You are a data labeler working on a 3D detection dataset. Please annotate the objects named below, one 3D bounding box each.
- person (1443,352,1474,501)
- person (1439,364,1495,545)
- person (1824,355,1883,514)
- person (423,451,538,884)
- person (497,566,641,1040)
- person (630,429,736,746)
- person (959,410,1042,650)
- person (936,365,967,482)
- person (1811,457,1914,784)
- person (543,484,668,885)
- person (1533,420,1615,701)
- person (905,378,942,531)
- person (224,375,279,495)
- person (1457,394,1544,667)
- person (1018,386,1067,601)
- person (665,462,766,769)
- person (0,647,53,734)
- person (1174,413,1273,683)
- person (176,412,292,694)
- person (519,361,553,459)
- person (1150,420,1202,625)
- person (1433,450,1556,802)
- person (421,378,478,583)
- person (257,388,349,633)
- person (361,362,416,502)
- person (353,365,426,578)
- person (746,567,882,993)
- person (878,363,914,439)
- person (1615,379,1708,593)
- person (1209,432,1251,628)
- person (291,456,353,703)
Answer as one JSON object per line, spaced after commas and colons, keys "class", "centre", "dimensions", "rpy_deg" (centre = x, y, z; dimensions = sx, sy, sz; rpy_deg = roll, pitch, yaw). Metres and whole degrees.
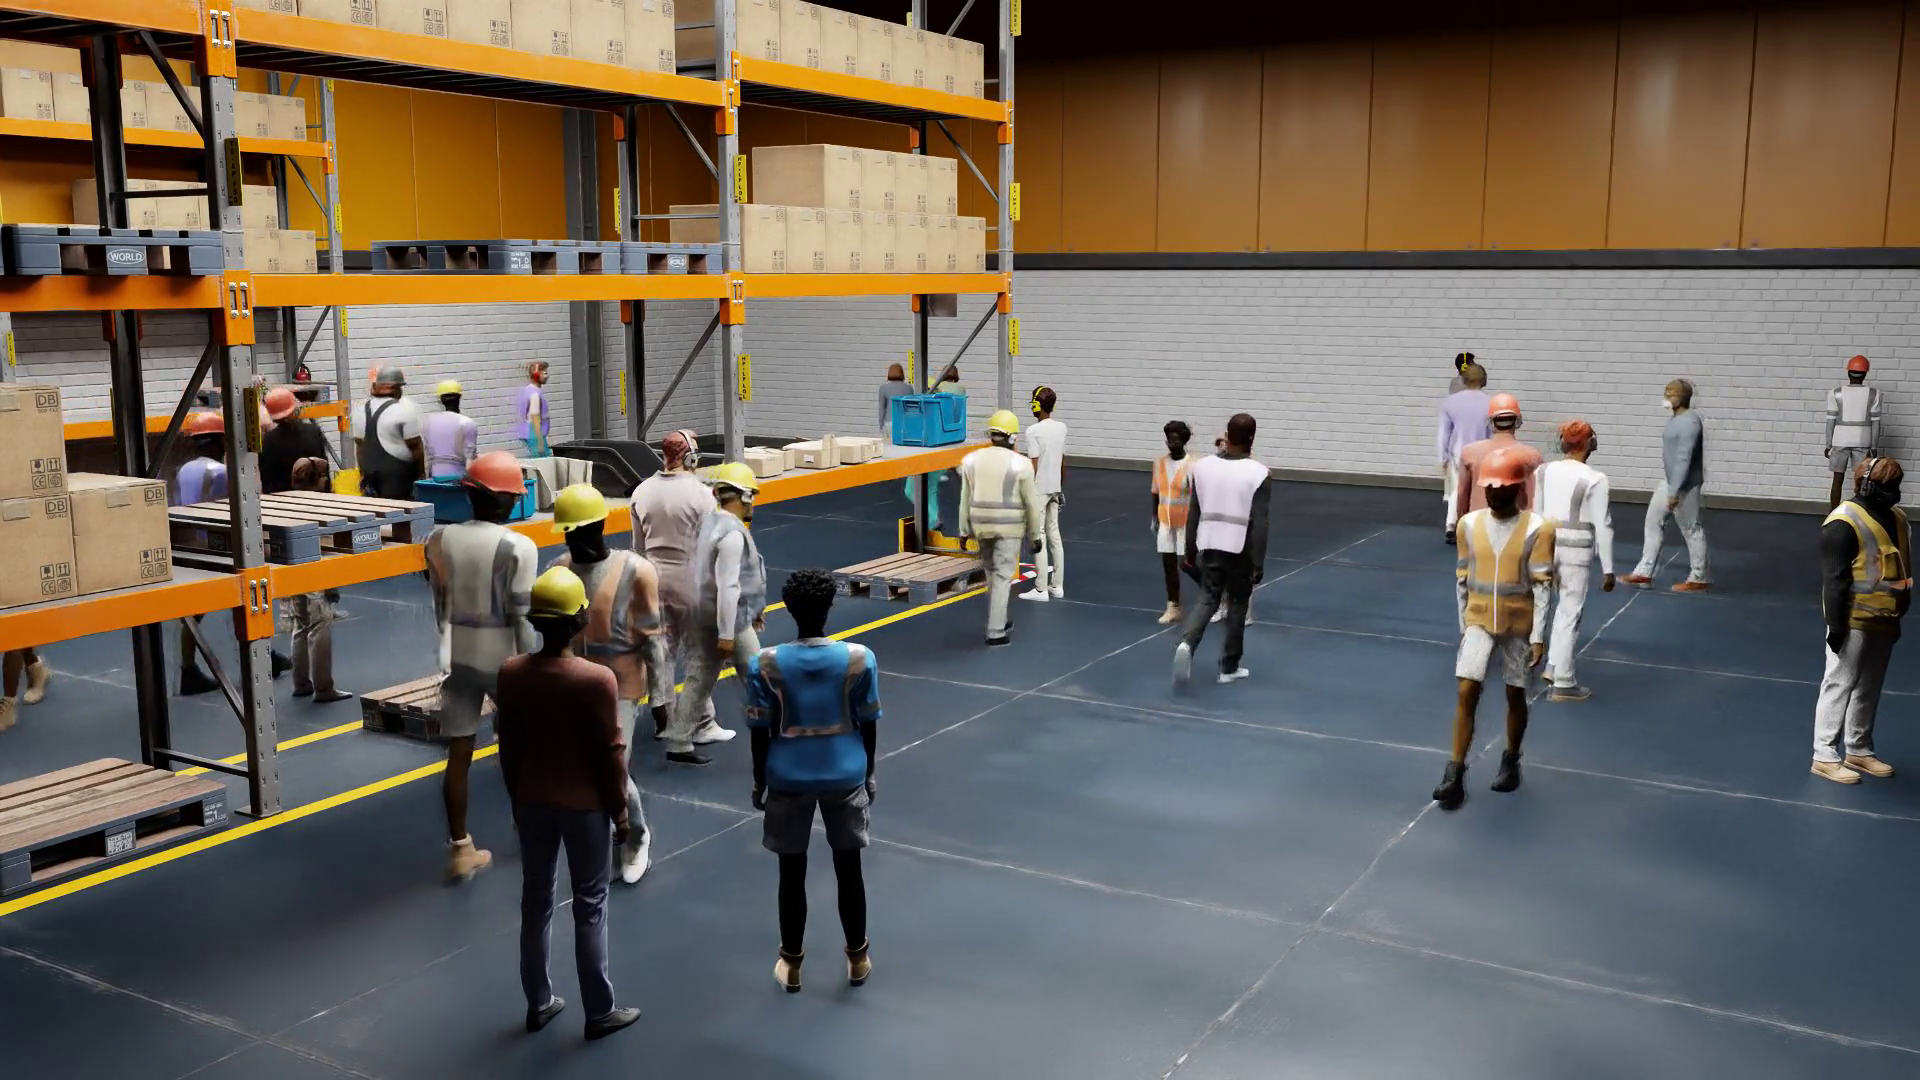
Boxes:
{"class": "person", "centre": [6.194, -1.383, 20.579], "dimensions": [0.332, 1.874, 0.520], "rpy_deg": [0, 9, 2]}
{"class": "person", "centre": [5.246, -0.841, 17.033], "dimensions": [0.633, 1.924, 0.464], "rpy_deg": [6, 11, 34]}
{"class": "person", "centre": [9.914, -1.082, 18.495], "dimensions": [0.546, 1.938, 0.361], "rpy_deg": [4, 10, 25]}
{"class": "person", "centre": [-2.226, 0.566, 7.996], "dimensions": [0.643, 1.996, 0.969], "rpy_deg": [2, 9, 14]}
{"class": "person", "centre": [-1.462, 0.975, 6.182], "dimensions": [0.525, 1.772, 0.306], "rpy_deg": [3, 10, 19]}
{"class": "person", "centre": [-1.661, 0.285, 10.057], "dimensions": [0.637, 1.911, 0.403], "rpy_deg": [5, 10, 30]}
{"class": "person", "centre": [0.362, -0.093, 12.731], "dimensions": [0.629, 1.799, 0.785], "rpy_deg": [5, 10, 28]}
{"class": "person", "centre": [-0.162, -1.617, 22.831], "dimensions": [0.520, 1.604, 0.612], "rpy_deg": [3, 9, 15]}
{"class": "person", "centre": [5.066, 0.445, 9.311], "dimensions": [0.619, 1.836, 0.430], "rpy_deg": [-5, 11, -31]}
{"class": "person", "centre": [-1.636, 0.685, 7.567], "dimensions": [0.611, 1.902, 0.429], "rpy_deg": [3, 10, 21]}
{"class": "person", "centre": [4.093, 0.135, 11.103], "dimensions": [0.465, 1.867, 0.663], "rpy_deg": [-4, 10, -26]}
{"class": "person", "centre": [-0.354, -0.840, 17.559], "dimensions": [0.387, 1.750, 0.540], "rpy_deg": [8, 12, 42]}
{"class": "person", "centre": [-6.576, -0.614, 15.723], "dimensions": [0.673, 1.887, 0.617], "rpy_deg": [5, 10, 27]}
{"class": "person", "centre": [3.917, -0.074, 12.085], "dimensions": [0.636, 1.968, 0.642], "rpy_deg": [5, 10, 28]}
{"class": "person", "centre": [0.718, -0.402, 14.464], "dimensions": [0.314, 1.869, 0.537], "rpy_deg": [8, 12, 42]}
{"class": "person", "centre": [-1.272, 0.445, 9.513], "dimensions": [0.932, 1.764, 0.596], "rpy_deg": [-4, 10, -21]}
{"class": "person", "centre": [-6.046, 0.160, 10.582], "dimensions": [0.629, 2.007, 1.029], "rpy_deg": [0, 9, -3]}
{"class": "person", "centre": [1.785, 0.084, 11.357], "dimensions": [0.642, 1.888, 0.747], "rpy_deg": [7, 11, 36]}
{"class": "person", "centre": [-5.051, 0.071, 11.439], "dimensions": [0.568, 1.888, 0.950], "rpy_deg": [6, 11, 32]}
{"class": "person", "centre": [-4.938, -1.186, 19.483], "dimensions": [0.446, 1.824, 0.589], "rpy_deg": [-3, 10, -18]}
{"class": "person", "centre": [1.814, -0.149, 13.484], "dimensions": [0.543, 1.678, 0.475], "rpy_deg": [9, 13, 44]}
{"class": "person", "centre": [2.857, 0.478, 8.882], "dimensions": [0.552, 1.898, 0.916], "rpy_deg": [6, 11, 33]}
{"class": "person", "centre": [-4.715, -0.534, 15.275], "dimensions": [0.596, 1.884, 0.851], "rpy_deg": [2, 9, 15]}
{"class": "person", "centre": [-5.239, -0.251, 13.310], "dimensions": [0.395, 1.951, 0.761], "rpy_deg": [5, 11, 30]}
{"class": "person", "centre": [-5.657, -0.801, 16.656], "dimensions": [0.623, 1.973, 0.707], "rpy_deg": [3, 9, 16]}
{"class": "person", "centre": [-5.292, -0.686, 15.705], "dimensions": [0.696, 2.000, 1.028], "rpy_deg": [6, 11, 33]}
{"class": "person", "centre": [-0.574, 0.950, 6.577], "dimensions": [0.535, 1.691, 0.322], "rpy_deg": [-1, 9, -8]}
{"class": "person", "centre": [-0.878, -1.628, 22.872], "dimensions": [0.512, 1.612, 0.552], "rpy_deg": [0, 9, 3]}
{"class": "person", "centre": [6.266, -0.469, 14.748], "dimensions": [0.898, 1.905, 0.649], "rpy_deg": [2, 9, 11]}
{"class": "person", "centre": [2.171, -0.074, 13.211], "dimensions": [0.419, 1.602, 0.553], "rpy_deg": [-3, 9, -16]}
{"class": "person", "centre": [-4.298, 0.261, 11.056], "dimensions": [0.519, 1.636, 0.310], "rpy_deg": [8, 12, 42]}
